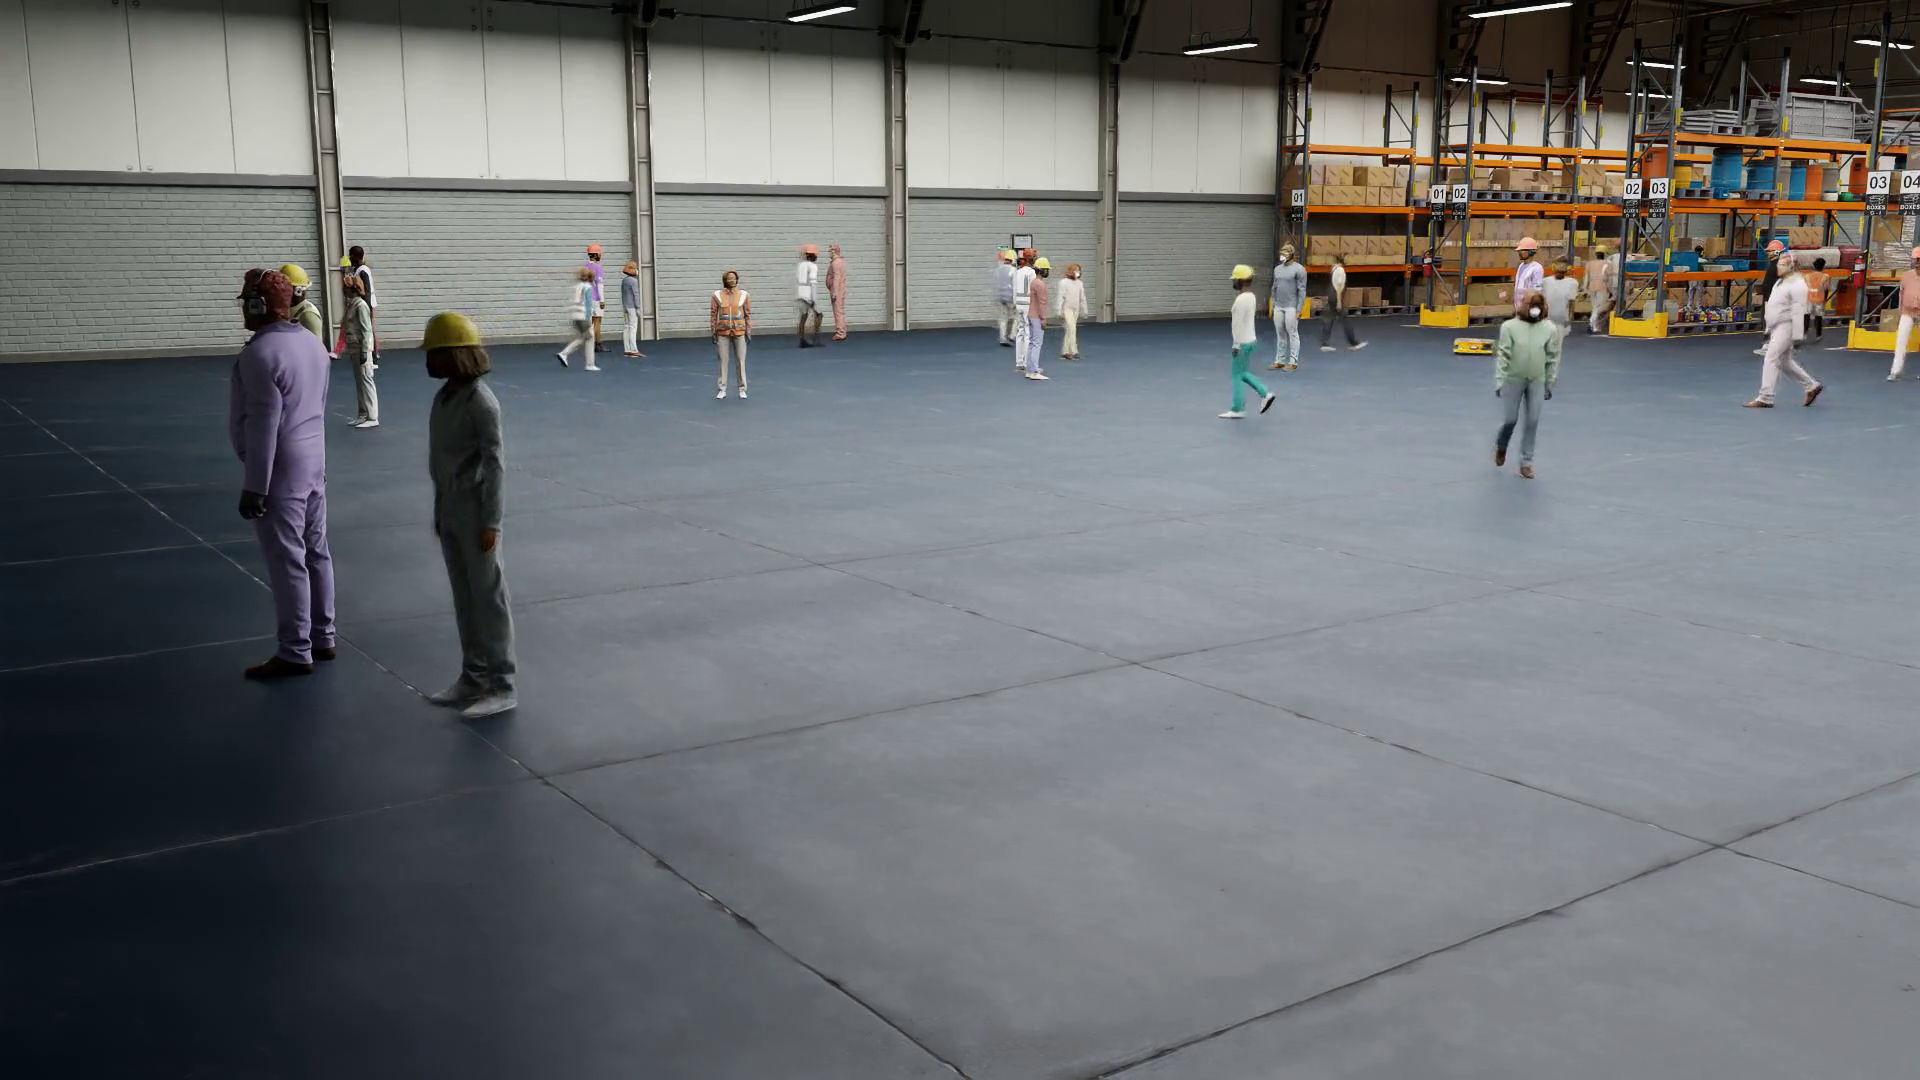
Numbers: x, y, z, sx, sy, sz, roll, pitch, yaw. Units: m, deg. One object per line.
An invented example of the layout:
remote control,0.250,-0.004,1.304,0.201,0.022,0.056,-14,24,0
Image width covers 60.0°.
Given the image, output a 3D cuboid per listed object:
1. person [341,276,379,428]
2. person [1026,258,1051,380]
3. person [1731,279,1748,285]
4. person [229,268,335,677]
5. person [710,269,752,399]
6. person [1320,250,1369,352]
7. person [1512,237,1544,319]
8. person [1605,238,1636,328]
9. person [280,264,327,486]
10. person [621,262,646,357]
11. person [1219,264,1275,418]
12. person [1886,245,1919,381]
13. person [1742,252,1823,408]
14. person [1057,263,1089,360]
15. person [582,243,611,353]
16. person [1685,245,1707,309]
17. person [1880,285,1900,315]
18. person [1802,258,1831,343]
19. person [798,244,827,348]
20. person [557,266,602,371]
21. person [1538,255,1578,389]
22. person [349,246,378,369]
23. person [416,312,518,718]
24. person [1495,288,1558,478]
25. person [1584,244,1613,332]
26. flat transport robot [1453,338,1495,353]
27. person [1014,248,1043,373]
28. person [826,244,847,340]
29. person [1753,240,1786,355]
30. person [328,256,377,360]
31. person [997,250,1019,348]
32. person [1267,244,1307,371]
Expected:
person,-6.493,-2.029,17.982,0.312,1.639,0.518,-6,12,-32
person,1.154,-3.197,24.070,0.350,1.759,0.522,-2,11,-13
person,22.075,-7.514,47.370,0.959,1.902,0.548,-7,13,-35
person,-3.209,-0.312,7.837,0.407,1.910,0.638,1,10,4
person,-2.917,-2.620,21.205,0.522,1.645,0.305,-1,10,-6
person,6.889,-4.263,29.761,0.905,1.805,0.539,-1,10,-6
person,8.319,-3.422,24.508,0.378,2.045,0.605,-2,10,-10
person,14.594,-5.651,36.763,0.578,2.030,0.638,-10,14,-44
person,-5.446,-1.341,13.667,0.404,1.837,0.588,-10,14,-42
person,-5.648,-3.966,28.620,0.284,1.633,0.498,-8,13,-37
person,3.244,-2.234,18.813,0.517,1.751,0.527,5,11,25
person,13.750,-3.249,23.837,1.009,1.951,0.630,-7,12,-33
person,9.975,-2.516,20.018,0.868,1.880,0.637,2,11,11
person,1.940,-3.801,27.759,0.535,1.602,0.719,-9,14,-41
person,-6.507,-4.316,29.697,0.361,1.939,0.542,-10,14,-42
person,16.793,-5.778,37.911,0.330,1.869,0.518,-8,13,-38
person,20.796,-5.678,37.031,0.391,1.987,0.608,-7,13,-35
person,16.648,-4.659,32.411,0.531,1.638,0.914,7,13,35
person,-2.752,-4.522,30.896,0.655,1.912,0.556,-10,14,-43
person,-5.842,-3.382,25.491,0.582,1.615,0.520,-7,12,-32
person,8.096,-2.957,22.624,0.506,1.801,0.961,4,11,23
person,-9.311,-3.630,25.997,0.373,1.915,0.594,-5,12,-27
person,-2.140,-0.106,7.163,0.323,1.741,0.492,-9,14,-41
person,4.856,-1.356,14.327,0.525,1.617,0.491,0,10,2
person,13.689,-5.400,35.746,0.791,1.906,0.590,-10,14,-42
flat transport robot,9.151,-3.455,29.551,0.652,0.197,1.431,4,11,19
person,1.029,-3.468,25.198,0.337,1.882,0.584,-5,12,-27
person,-2.470,-4.926,33.143,0.399,1.904,0.644,2,10,9
person,14.174,-4.220,29.018,0.377,1.995,0.608,2,11,12
person,-10.122,-3.817,27.529,0.926,1.717,0.540,-9,14,-40
person,0.937,-4.477,30.935,0.495,1.814,0.602,-10,14,-42
person,5.022,-3.559,25.548,0.357,1.938,0.638,-7,13,-35
